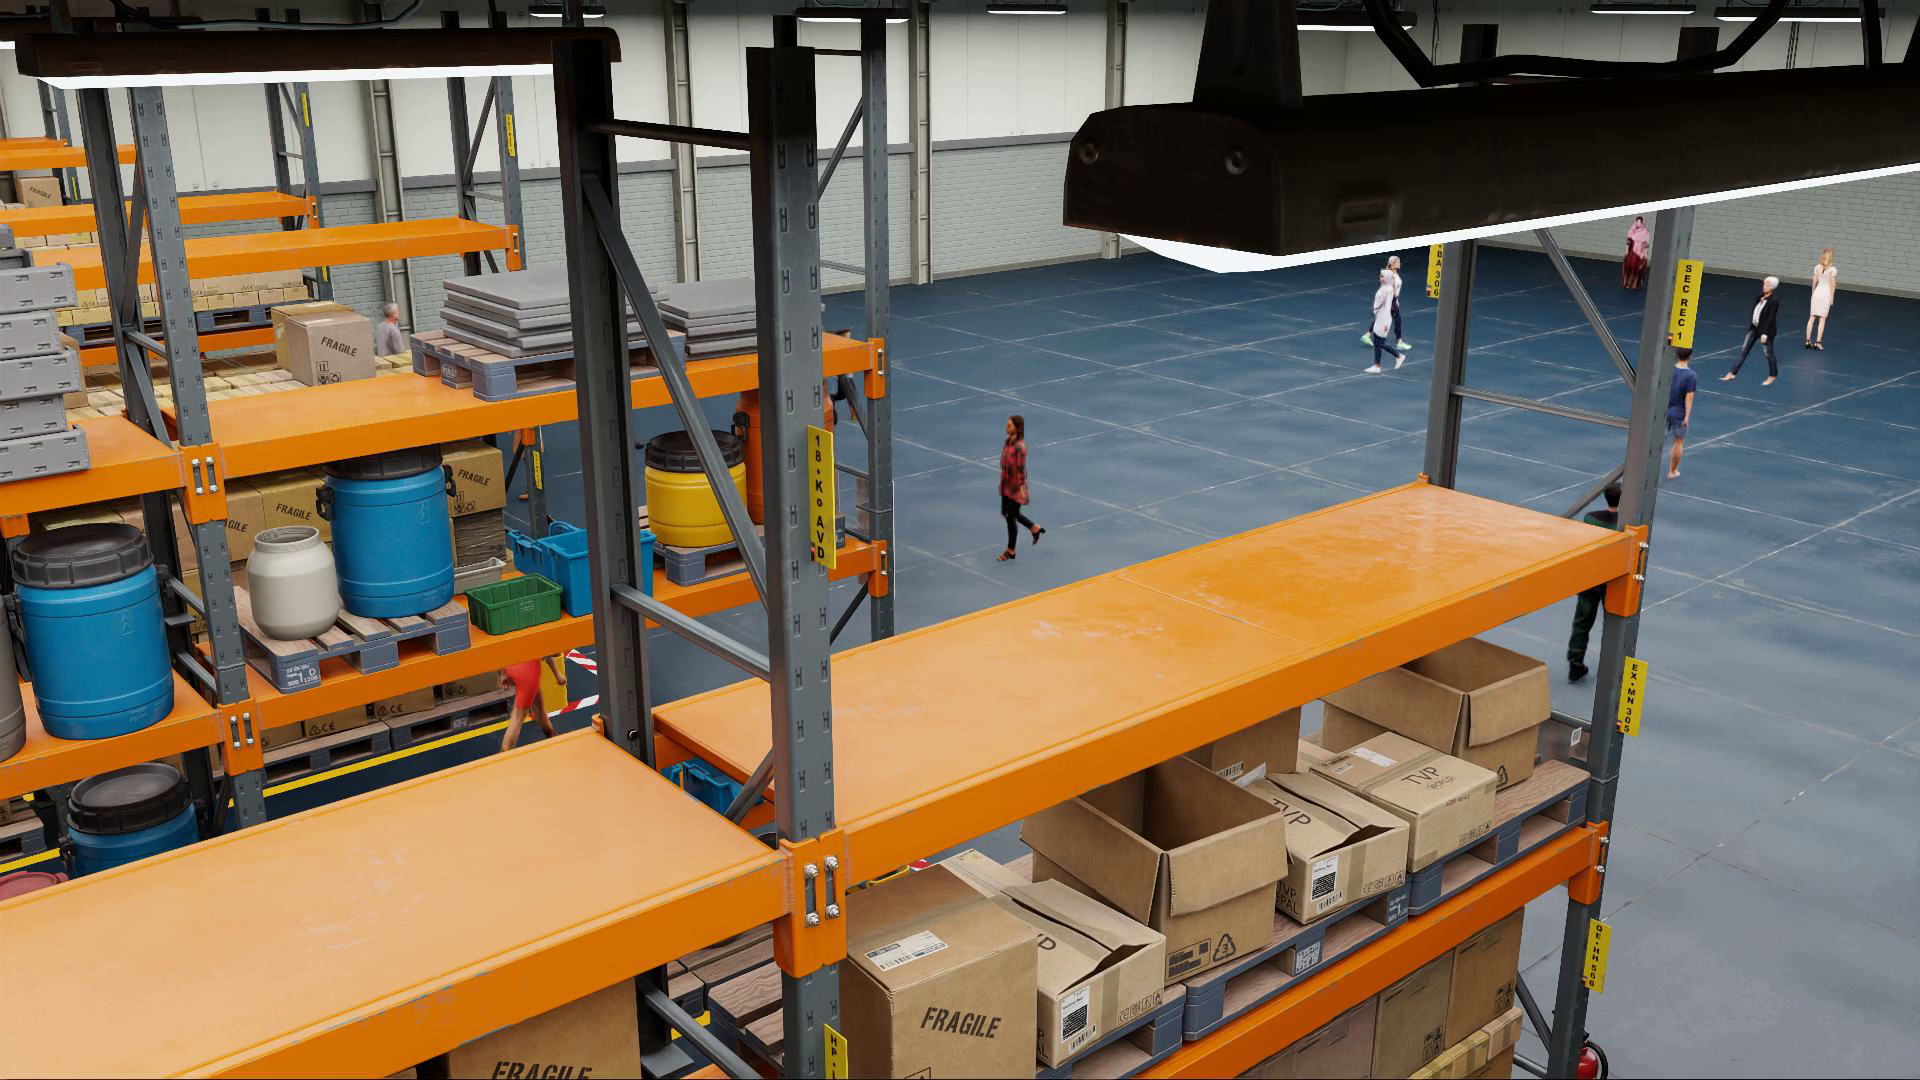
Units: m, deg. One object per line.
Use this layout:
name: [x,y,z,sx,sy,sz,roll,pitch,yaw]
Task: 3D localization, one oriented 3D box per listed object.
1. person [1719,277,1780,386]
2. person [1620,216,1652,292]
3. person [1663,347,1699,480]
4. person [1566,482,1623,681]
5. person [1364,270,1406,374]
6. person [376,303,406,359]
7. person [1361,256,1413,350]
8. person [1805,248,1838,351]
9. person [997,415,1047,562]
person: [12.482,-3.214,25.810,1.230,1.737,1.098,-3,18,-10]
person: [14.759,-6.238,36.191,0.824,1.634,1.006,11,21,30]
person: [9.286,-1.630,21.736,0.751,1.823,1.127,14,23,37]
person: [5.910,0.415,15.411,1.172,1.850,0.745,-17,25,-42]
person: [7.234,-3.678,28.124,1.002,1.762,0.905,-1,18,-2]
person: [-8.395,-2.497,24.298,0.787,1.885,0.742,-14,23,-38]
person: [7.703,-4.288,30.160,1.025,1.661,1.184,8,20,23]
person: [15.602,-4.366,30.128,0.551,1.829,0.609,-10,21,-29]
person: [0.680,-0.595,18.774,0.945,1.689,0.787,-7,19,-19]
